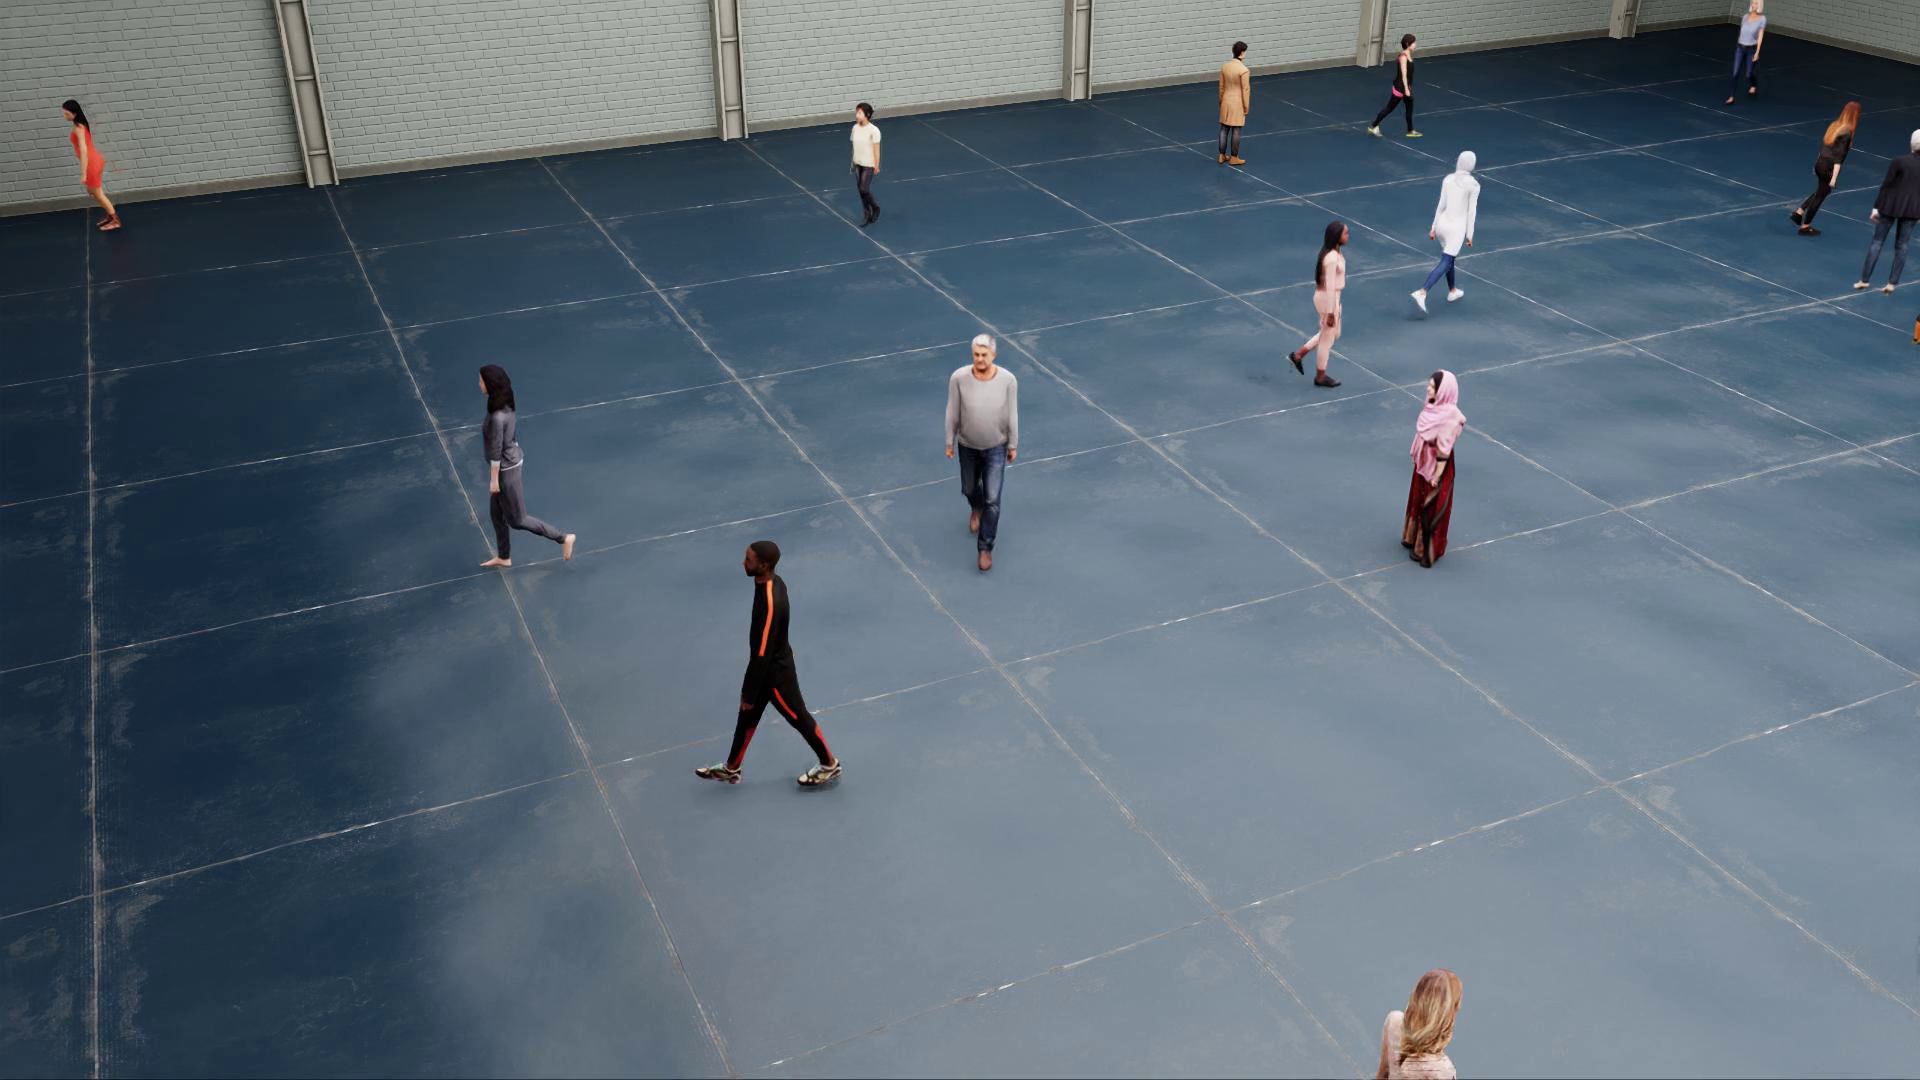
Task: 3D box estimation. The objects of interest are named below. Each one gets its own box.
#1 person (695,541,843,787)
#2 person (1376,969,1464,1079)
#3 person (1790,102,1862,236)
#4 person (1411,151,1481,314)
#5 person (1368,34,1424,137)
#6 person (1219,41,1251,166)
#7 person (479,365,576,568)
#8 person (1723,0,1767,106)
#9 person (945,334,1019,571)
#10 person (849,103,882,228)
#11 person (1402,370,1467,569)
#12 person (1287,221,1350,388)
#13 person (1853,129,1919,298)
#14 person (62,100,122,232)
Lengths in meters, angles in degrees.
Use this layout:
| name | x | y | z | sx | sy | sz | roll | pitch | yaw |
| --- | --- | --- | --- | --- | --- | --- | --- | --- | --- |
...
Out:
| name | x | y | z | sx | sy | sz | roll | pitch | yaw |
| --- | --- | --- | --- | --- | --- | --- | --- | --- | --- |
| person | -1.084 | 0.833 | 10.471 | 1.228 | 1.760 | 0.823 | -6 | 29 | -11 |
| person | 1.746 | 2.638 | 7.077 | 1.159 | 1.765 | 0.602 | -12 | 30 | -22 |
| person | 10.772 | -4.649 | 20.841 | 0.860 | 1.689 | 0.793 | 2 | 28 | 3 |
| person | 5.366 | -3.365 | 18.399 | 1.281 | 1.717 | 0.852 | -19 | 34 | -32 |
| person | 6.590 | -6.833 | 25.124 | 1.030 | 1.517 | 1.008 | 12 | 30 | 21 |
| person | 3.912 | -6.260 | 23.827 | 0.739 | 1.726 | 0.747 | 23 | 36 | 37 |
| person | -3.468 | -0.524 | 13.045 | 1.094 | 1.737 | 0.812 | -3 | 28 | -5 |
| person | 12.831 | -7.948 | 27.020 | 0.993 | 1.705 | 0.707 | -19 | 34 | -32 |
| person | 0.181 | -0.787 | 13.389 | 1.244 | 1.877 | 1.212 | 5 | 28 | 10 |
| person | -1.161 | -4.785 | 21.216 | 0.691 | 1.577 | 0.724 | 24 | 36 | 37 |
| person | 3.797 | -0.600 | 13.299 | 0.740 | 1.632 | 0.763 | -3 | 28 | -5 |
| person | 3.557 | -2.323 | 16.449 | 0.944 | 1.713 | 0.868 | 6 | 29 | 11 |
| person | 9.779 | -3.437 | 17.372 | 0.825 | 1.778 | 0.810 | 7 | 29 | 13 |
| person | -10.892 | -4.703 | 20.949 | 0.545 | 1.683 | 0.649 | -6 | 29 | -10 |
